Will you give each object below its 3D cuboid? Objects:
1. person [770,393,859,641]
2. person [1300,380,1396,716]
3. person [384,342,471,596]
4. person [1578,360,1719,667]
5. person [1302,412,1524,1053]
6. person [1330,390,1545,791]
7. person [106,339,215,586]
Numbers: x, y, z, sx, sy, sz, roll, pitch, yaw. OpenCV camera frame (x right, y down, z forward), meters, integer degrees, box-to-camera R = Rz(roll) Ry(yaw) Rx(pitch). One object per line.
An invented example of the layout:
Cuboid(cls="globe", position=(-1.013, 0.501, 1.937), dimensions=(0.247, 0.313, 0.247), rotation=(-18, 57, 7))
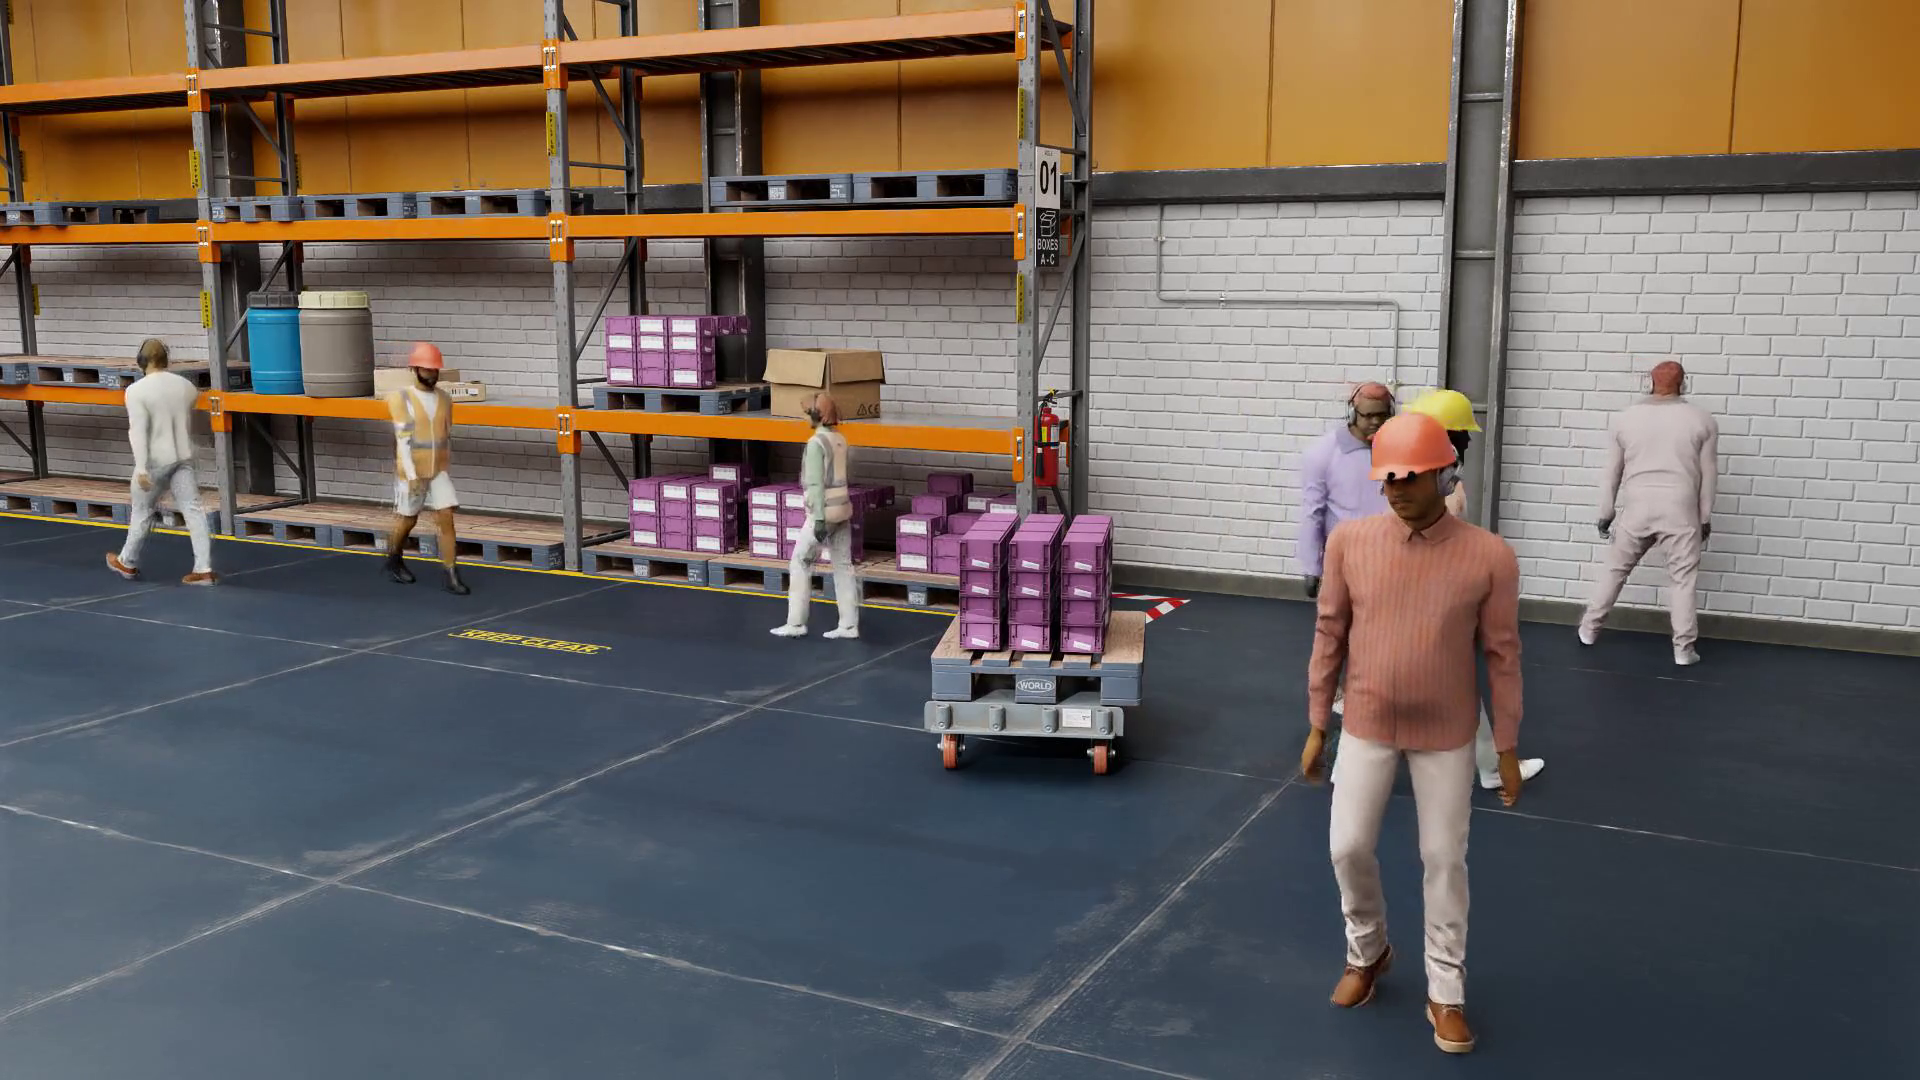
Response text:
Cuboid(cls="person", position=(-0.961, -0.145, 10.836), dimensions=(0.694, 1.611, 0.531), rotation=(3, 10, 20))
Cuboid(cls="person", position=(2.069, 0.102, 8.552), dimensions=(0.708, 1.873, 0.694), rotation=(-1, 9, -6))
Cuboid(cls="person", position=(-4.066, -0.548, 12.509), dimensions=(0.526, 1.901, 0.928), rotation=(-9, 13, -44))
Cuboid(cls="person", position=(4.291, -0.187, 10.378), dimensions=(0.797, 1.870, 0.516), rotation=(6, 11, 32))
Cuboid(cls="person", position=(1.423, 0.586, 5.234), dimensions=(0.698, 1.979, 0.496), rotation=(4, 10, 24))
Cuboid(cls="person", position=(2.178, 0.255, 7.601), dimensions=(0.992, 1.872, 0.593), rotation=(-2, 9, -10))
Cuboid(cls="person", position=(-6.153, -0.593, 12.781), dimensions=(1.058, 1.874, 0.626), rotation=(5, 11, 29))
